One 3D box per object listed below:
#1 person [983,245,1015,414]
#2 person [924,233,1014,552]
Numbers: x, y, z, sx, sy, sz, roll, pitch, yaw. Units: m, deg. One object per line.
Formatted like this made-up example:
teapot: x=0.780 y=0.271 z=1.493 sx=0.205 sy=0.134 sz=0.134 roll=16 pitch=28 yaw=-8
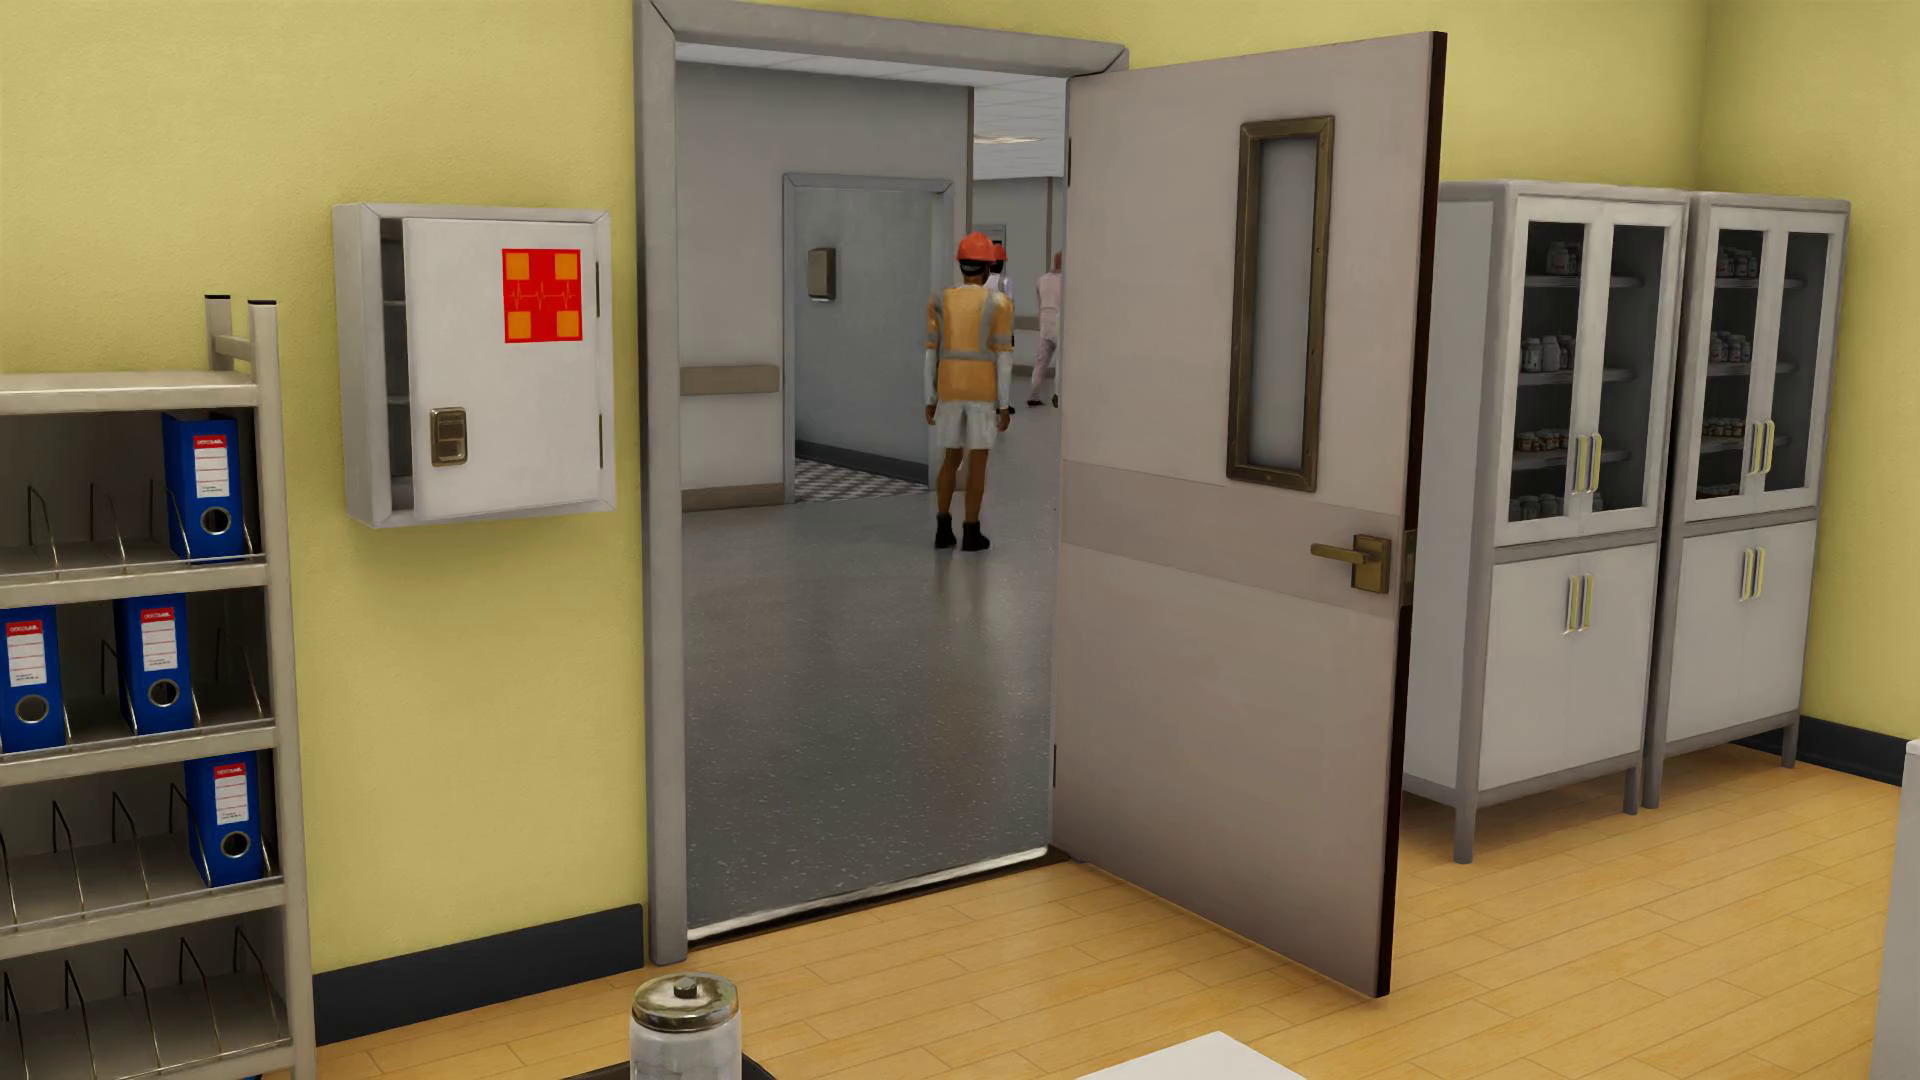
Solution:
person: x=0.395 y=-2.416 z=19.135 sx=0.543 sy=1.939 sz=0.360 roll=6 pitch=11 yaw=30
person: x=0.057 y=-0.886 z=10.104 sx=0.555 sy=1.910 sz=0.511 roll=5 pitch=10 yaw=24
